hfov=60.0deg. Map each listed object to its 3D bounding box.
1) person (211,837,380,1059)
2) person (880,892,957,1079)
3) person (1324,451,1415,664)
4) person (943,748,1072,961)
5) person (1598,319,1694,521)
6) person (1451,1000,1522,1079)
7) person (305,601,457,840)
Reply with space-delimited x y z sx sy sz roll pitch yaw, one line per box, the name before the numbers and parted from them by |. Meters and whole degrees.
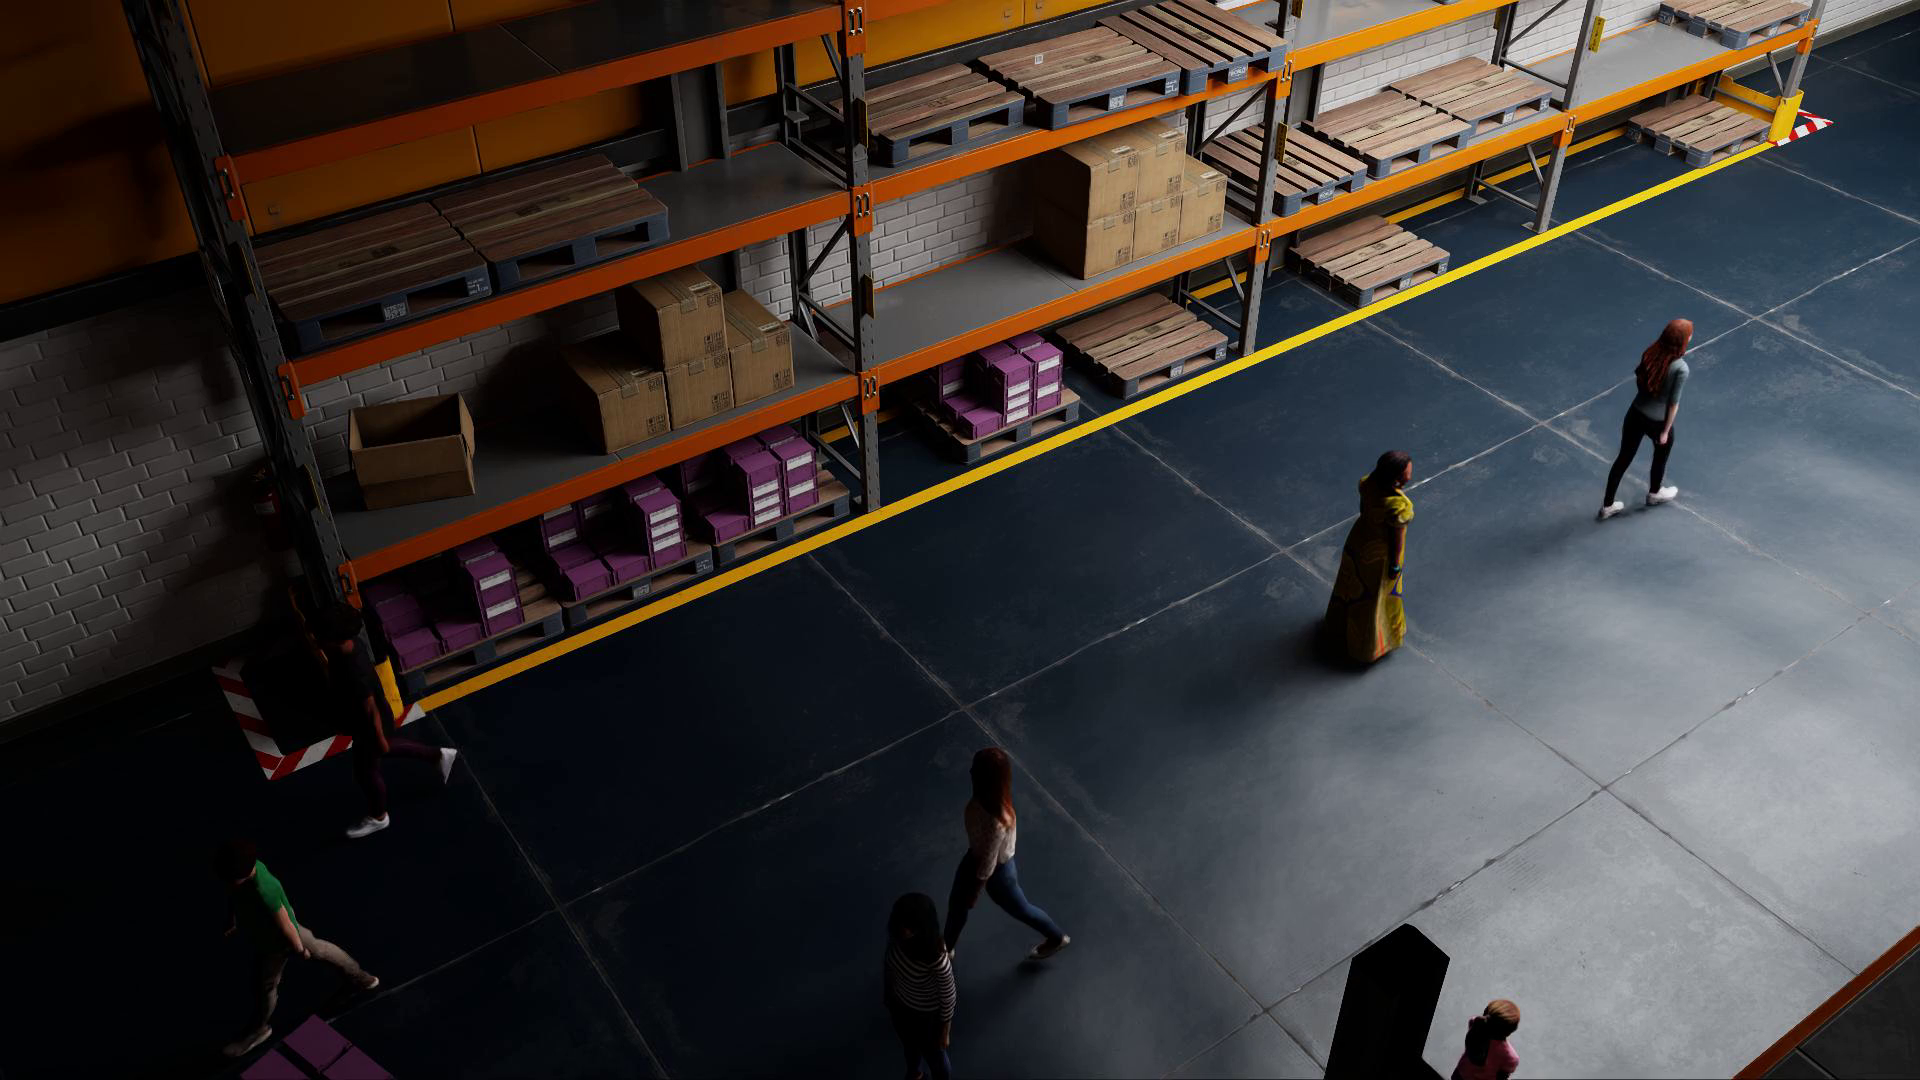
person | -3.606 2.093 8.969 1.091 1.602 0.615 -23 44 -26
person | -0.202 2.385 8.450 0.630 1.794 0.565 32 48 34
person | 2.861 0.079 11.445 0.902 1.659 0.946 -11 40 -14
person | 0.277 1.816 9.245 1.229 1.691 0.880 -8 39 -10
person | 5.145 -0.868 12.584 0.962 1.717 0.682 -18 42 -21
person | 2.571 2.765 8.416 0.876 1.241 0.479 -24 44 -27
person | -3.549 1.049 10.146 1.039 1.765 0.686 -20 43 -23
